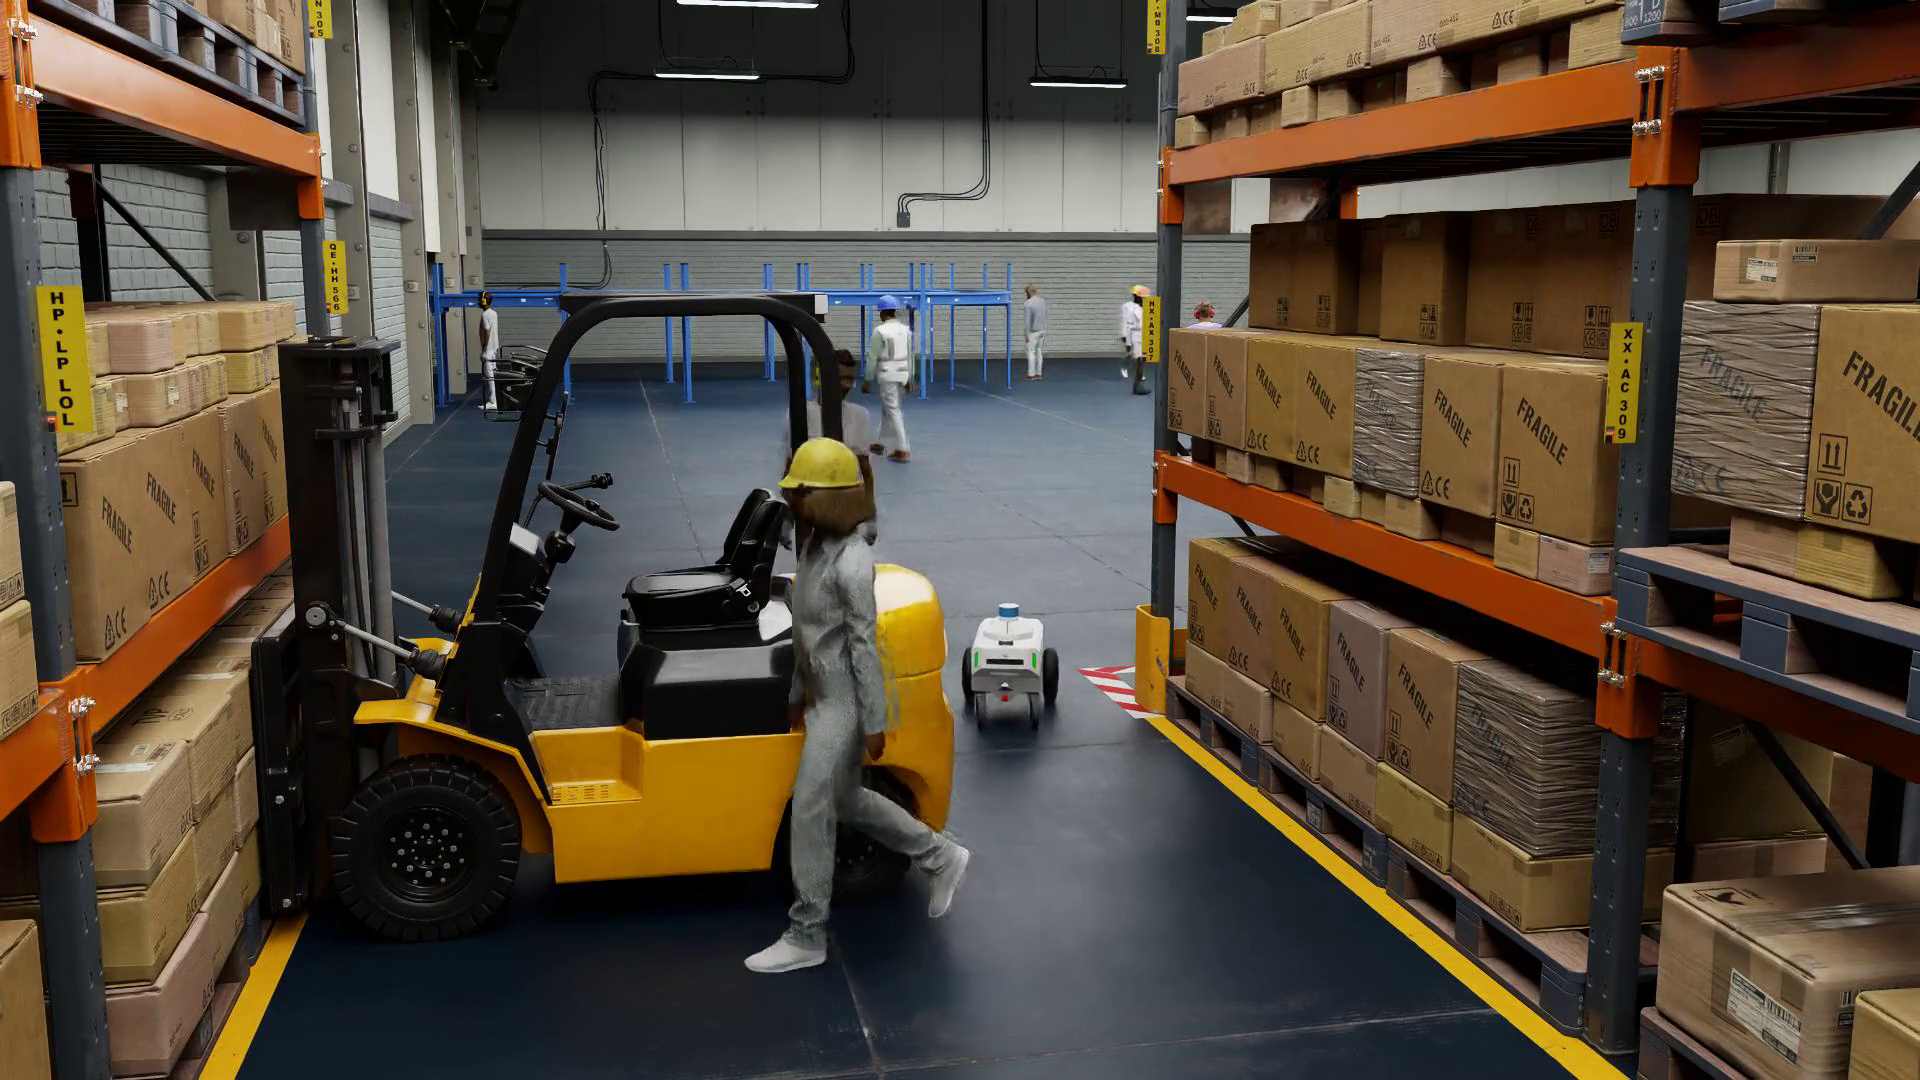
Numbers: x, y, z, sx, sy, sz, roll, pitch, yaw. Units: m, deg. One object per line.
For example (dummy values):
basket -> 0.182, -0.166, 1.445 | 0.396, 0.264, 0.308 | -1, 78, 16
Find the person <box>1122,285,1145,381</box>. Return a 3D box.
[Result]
person -> 3.515, -4.177, 33.430 | 0.595, 1.907, 0.793 | -3, 10, -16

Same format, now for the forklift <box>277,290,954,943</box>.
forklift -> -1.179, 0.175, 6.143 | 2.313, 2.155, 1.214 | -2, 10, -12

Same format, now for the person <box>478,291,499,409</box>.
person -> -7.537, -3.030, 26.538 | 0.316, 1.870, 0.531 | 0, 9, 2

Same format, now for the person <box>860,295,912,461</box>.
person -> -0.922, -1.896, 19.509 | 0.899, 1.913, 0.608 | 6, 11, 34

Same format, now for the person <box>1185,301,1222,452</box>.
person -> 2.981, -1.985, 20.262 | 0.564, 1.837, 0.388 | -2, 10, -14

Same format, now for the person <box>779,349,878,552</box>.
person -> -0.736, -0.158, 9.221 | 0.543, 1.821, 0.984 | -5, 10, -26

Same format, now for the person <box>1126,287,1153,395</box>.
person -> 3.274, -3.493, 29.269 | 0.552, 1.898, 0.916 | -5, 11, -27

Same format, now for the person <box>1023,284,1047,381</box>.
person -> 1.477, -4.126, 33.101 | 0.464, 1.913, 0.675 | 9, 13, 43

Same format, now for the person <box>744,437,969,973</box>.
person -> -0.328, 0.513, 5.382 | 0.733, 1.719, 0.481 | -3, 10, -18

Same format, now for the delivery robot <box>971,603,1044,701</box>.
delivery robot -> 0.247, 0.567, 8.453 | 0.477, 0.478, 0.707 | 1, 9, 5
